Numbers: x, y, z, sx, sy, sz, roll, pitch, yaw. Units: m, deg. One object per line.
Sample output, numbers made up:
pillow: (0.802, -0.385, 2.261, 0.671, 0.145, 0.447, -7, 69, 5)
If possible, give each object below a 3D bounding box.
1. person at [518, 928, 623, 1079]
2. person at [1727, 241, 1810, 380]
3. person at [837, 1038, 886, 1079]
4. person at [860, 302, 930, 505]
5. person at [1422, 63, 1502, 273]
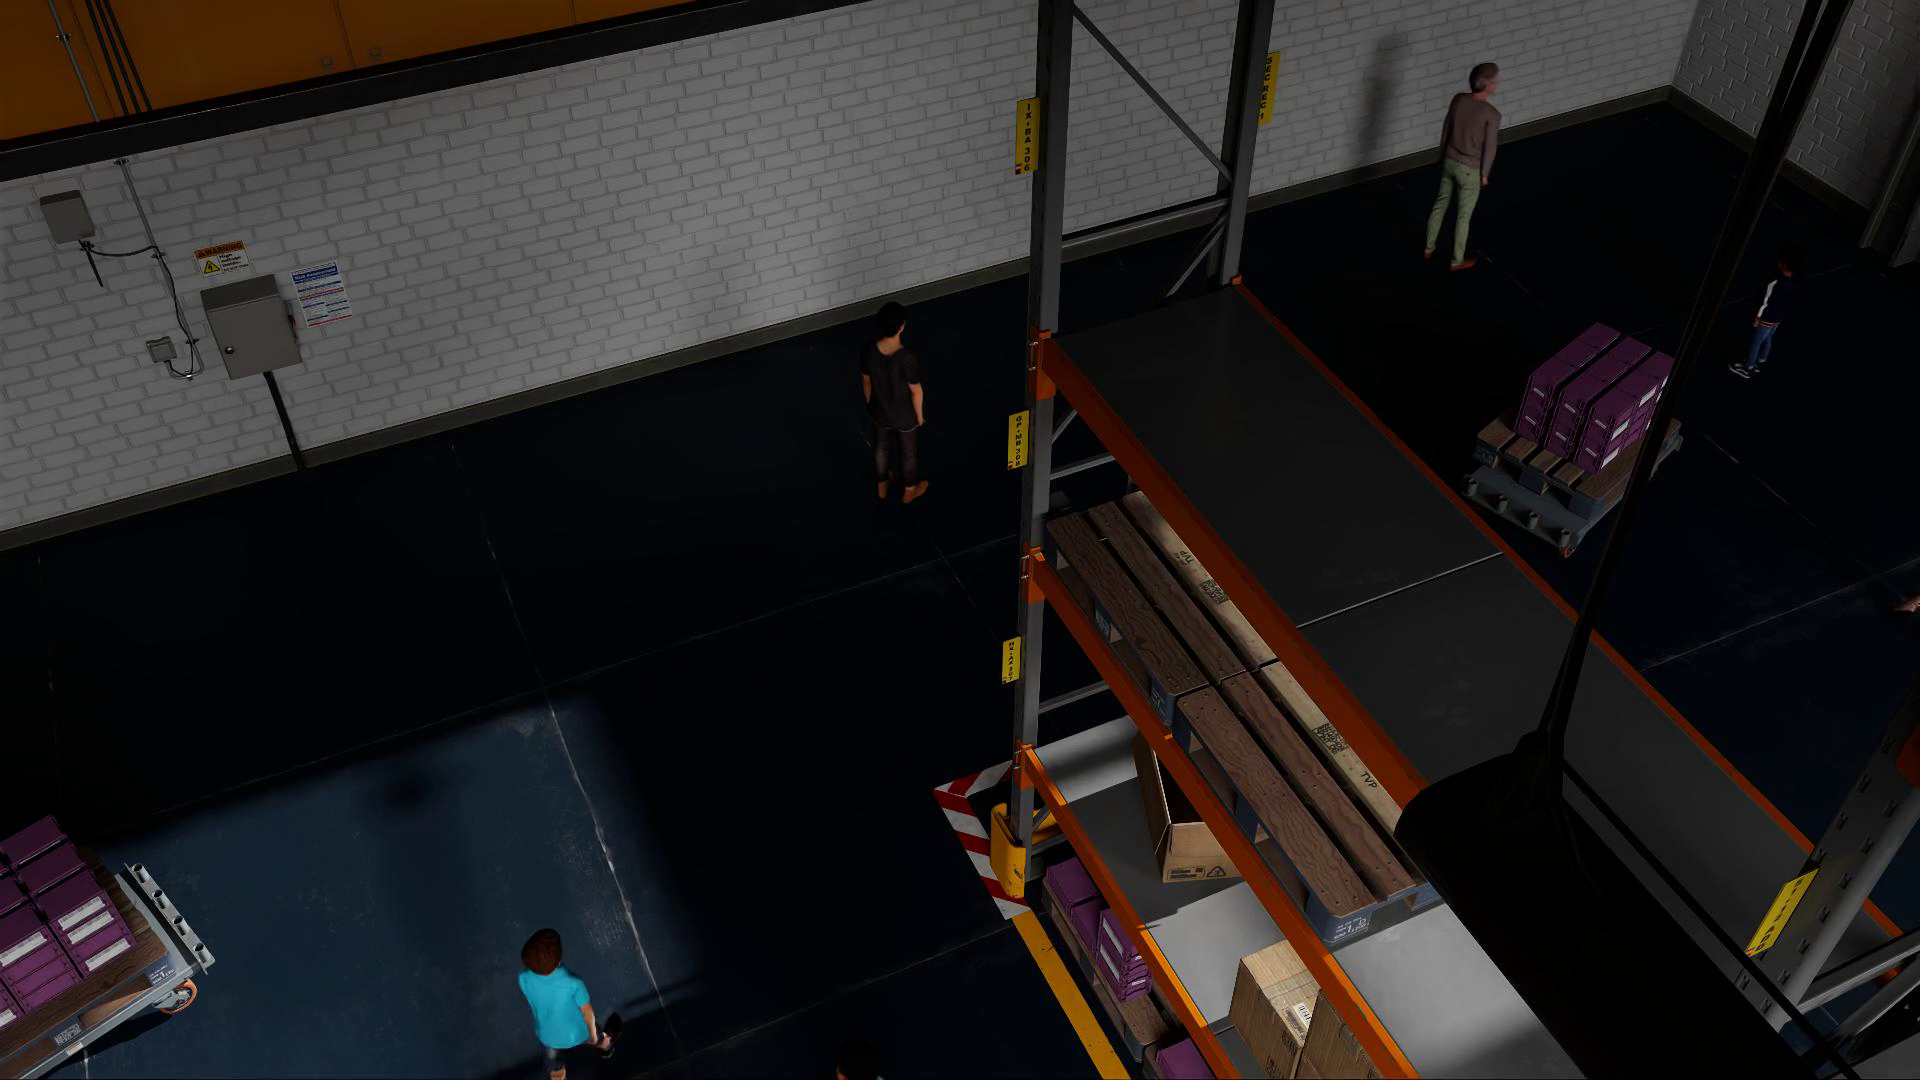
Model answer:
person: (-2.053, 2.533, 8.512, 0.799, 1.424, 0.951, 3, 44, 3)
person: (6.458, -1.831, 13.240, 0.543, 1.223, 0.505, -24, 48, -23)
person: (-0.358, 3.016, 7.771, 0.896, 1.748, 0.632, -11, 45, -11)
person: (-0.478, -0.977, 11.984, 0.691, 1.717, 0.767, 17, 46, 17)
person: (4.283, -3.173, 14.180, 0.799, 1.869, 0.646, -31, 52, -28)
